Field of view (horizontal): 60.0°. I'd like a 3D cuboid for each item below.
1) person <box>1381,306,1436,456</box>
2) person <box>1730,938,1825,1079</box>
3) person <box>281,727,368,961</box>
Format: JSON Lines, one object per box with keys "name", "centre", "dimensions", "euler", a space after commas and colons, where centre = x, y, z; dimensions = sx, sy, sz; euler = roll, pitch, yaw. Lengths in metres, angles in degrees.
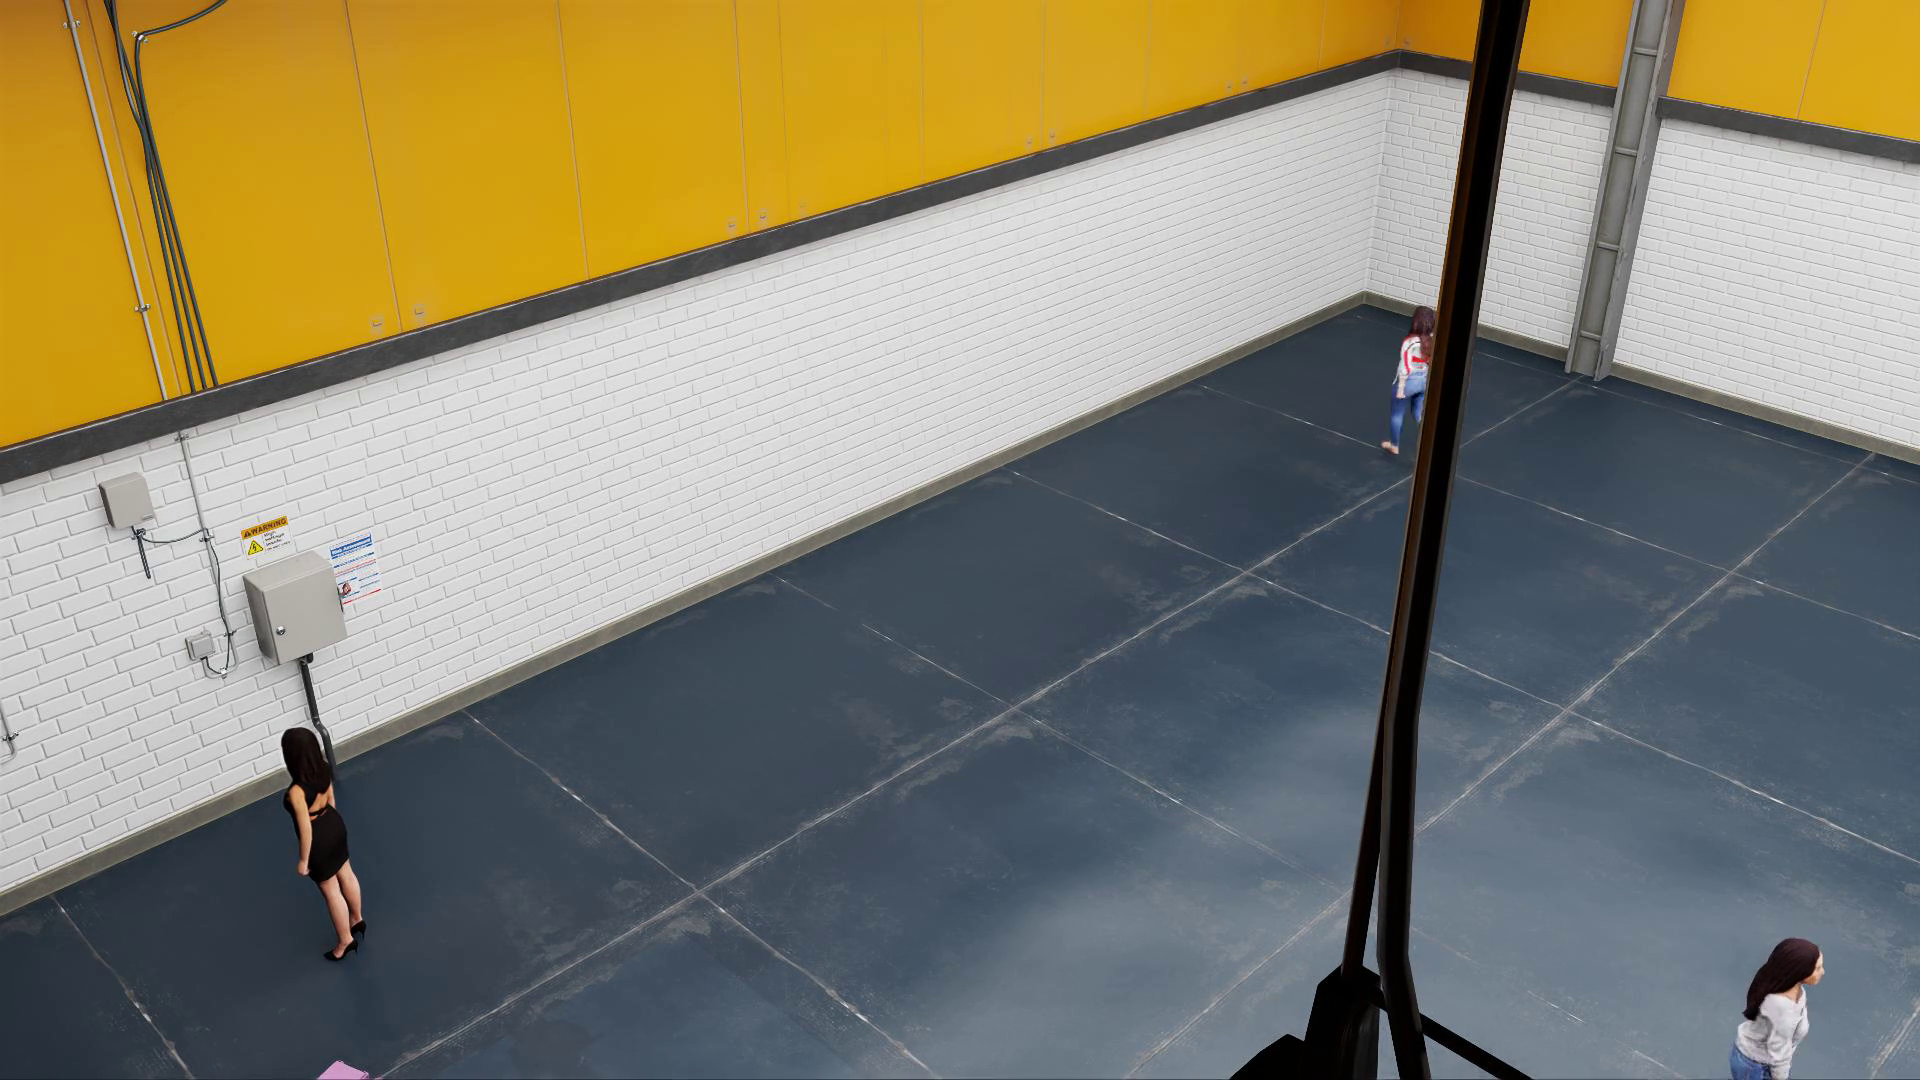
{"name": "person", "centre": [4.439, -1.471, 16.086], "dimensions": [0.823, 1.591, 1.074], "euler": [-13, 31, -22]}
{"name": "person", "centre": [3.990, 2.650, 8.507], "dimensions": [0.724, 1.614, 0.712], "euler": [11, 31, 20]}
{"name": "person", "centre": [-3.819, 1.818, 9.996], "dimensions": [0.653, 1.650, 0.631], "euler": [5, 29, 9]}
